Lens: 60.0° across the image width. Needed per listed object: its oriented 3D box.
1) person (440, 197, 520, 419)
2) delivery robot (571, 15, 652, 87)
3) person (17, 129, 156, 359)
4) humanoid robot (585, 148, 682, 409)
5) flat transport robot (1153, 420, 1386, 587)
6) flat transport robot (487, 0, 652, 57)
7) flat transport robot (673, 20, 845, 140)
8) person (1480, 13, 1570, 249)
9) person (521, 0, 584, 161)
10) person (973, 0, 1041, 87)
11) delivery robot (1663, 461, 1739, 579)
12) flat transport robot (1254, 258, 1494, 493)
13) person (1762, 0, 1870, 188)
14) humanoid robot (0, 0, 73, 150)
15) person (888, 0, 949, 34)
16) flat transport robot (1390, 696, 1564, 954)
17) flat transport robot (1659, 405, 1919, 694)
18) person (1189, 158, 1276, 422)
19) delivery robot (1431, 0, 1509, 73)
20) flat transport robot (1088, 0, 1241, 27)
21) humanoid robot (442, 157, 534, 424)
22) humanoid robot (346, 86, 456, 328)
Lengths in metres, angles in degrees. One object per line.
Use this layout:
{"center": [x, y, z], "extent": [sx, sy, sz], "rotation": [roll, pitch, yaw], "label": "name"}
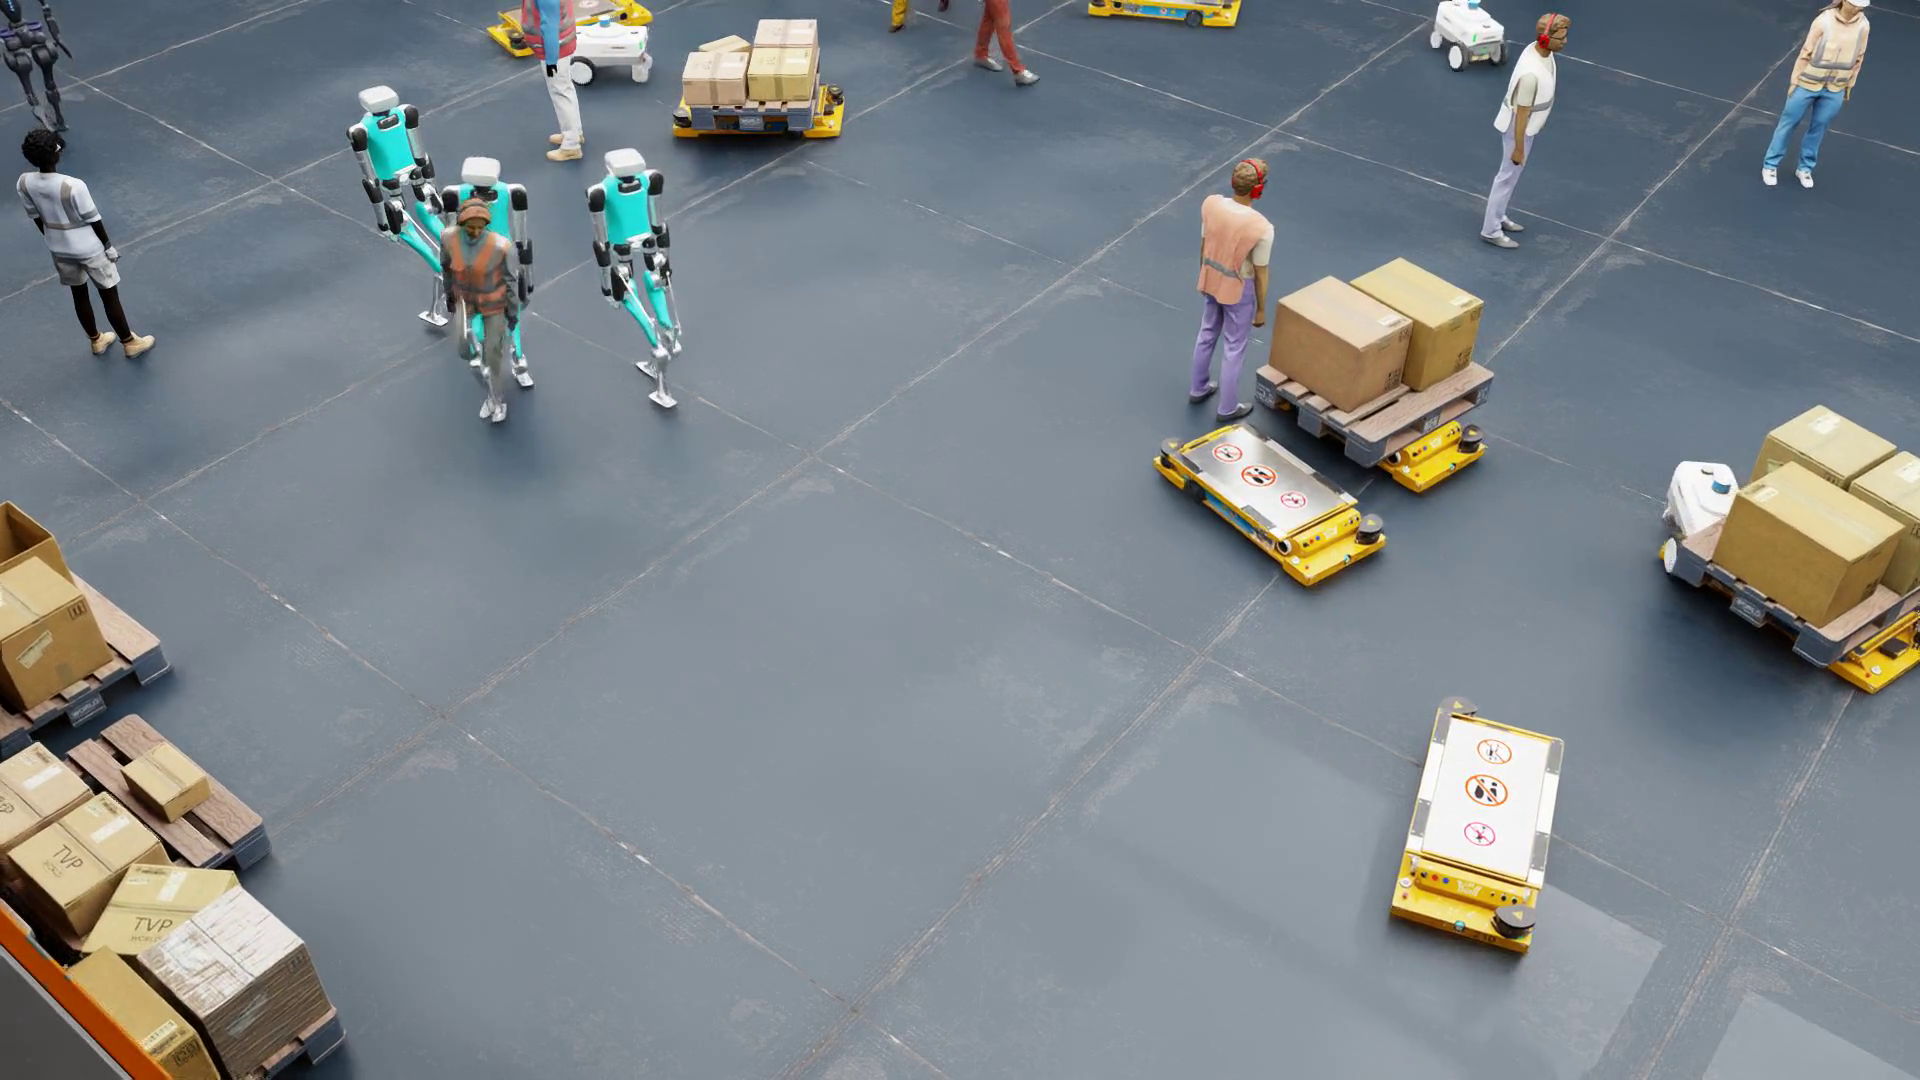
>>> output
{"center": [-3.090, -1.539, 10.842], "extent": [0.562, 1.608, 0.390], "rotation": [9, 41, 10], "label": "person"}
{"center": [-3.195, -4.467, 15.093], "extent": [0.750, 0.570, 0.499], "rotation": [0, 40, 0], "label": "delivery robot"}
{"center": [-5.997, -2.001, 11.328], "extent": [0.532, 1.696, 0.319], "rotation": [8, 41, 9], "label": "person"}
{"center": [-2.010, -1.640, 10.891], "extent": [0.560, 1.780, 0.883], "rotation": [-27, 47, -28], "label": "humanoid robot"}
{"center": [1.919, -0.277, 10.404], "extent": [0.659, 0.231, 1.431], "rotation": [-24, 46, -26], "label": "flat transport robot"}
{"center": [-3.745, -4.988, 15.946], "extent": [1.431, 0.231, 0.659], "rotation": [-25, 46, -27], "label": "flat transport robot"}
{"center": [-1.741, -3.733, 14.470], "extent": [1.431, 0.231, 0.659], "rotation": [0, 40, 0], "label": "flat transport robot"}
{"center": [4.209, -3.074, 12.487], "extent": [0.388, 1.839, 0.564], "rotation": [17, 43, 19], "label": "person"}
{"center": [-3.338, -4.032, 13.619], "extent": [0.429, 1.831, 0.633], "rotation": [-6, 41, -7], "label": "person"}
{"center": [0.446, -4.954, 14.689], "extent": [0.859, 1.838, 0.553], "rotation": [22, 45, 24], "label": "person"}
{"center": [4.508, -0.103, 9.992], "extent": [0.500, 0.612, 0.784], "rotation": [4, 41, 5], "label": "delivery robot"}
{"center": [2.720, -0.845, 11.072], "extent": [0.659, 0.231, 1.431], "rotation": [-27, 47, -28], "label": "flat transport robot"}
{"center": [6.855, -3.639, 13.238], "extent": [0.494, 1.723, 0.377], "rotation": [5, 41, 6], "label": "person"}
{"center": [-7.754, -4.103, 13.840], "extent": [0.609, 1.635, 0.677], "rotation": [-25, 46, -27], "label": "humanoid robot"}
{"center": [-0.366, -5.718, 15.712], "extent": [0.547, 1.725, 0.918], "rotation": [22, 45, 24], "label": "person"}
{"center": [2.644, 1.402, 8.429], "extent": [0.659, 0.231, 1.431], "rotation": [14, 42, 16], "label": "flat transport robot"}
{"center": [4.904, 0.301, 9.724], "extent": [0.659, 0.231, 1.431], "rotation": [-24, 46, -26], "label": "flat transport robot"}
{"center": [1.743, -1.596, 10.747], "extent": [0.380, 1.836, 0.563], "rotation": [-28, 48, -29], "label": "person"}
{"center": [4.710, -4.699, 15.378], "extent": [0.499, 0.585, 0.765], "rotation": [-11, 42, -13], "label": "delivery robot"}
{"center": [2.019, -5.301, 16.314], "extent": [1.431, 0.231, 0.659], "rotation": [9, 41, 10], "label": "flat transport robot"}
{"center": [-2.997, -1.539, 10.779], "extent": [0.583, 1.787, 0.890], "rotation": [-7, 41, -9], "label": "humanoid robot"}
{"center": [-3.709, -2.259, 11.524], "extent": [0.732, 1.688, 0.531], "rotation": [27, 47, 28], "label": "humanoid robot"}
